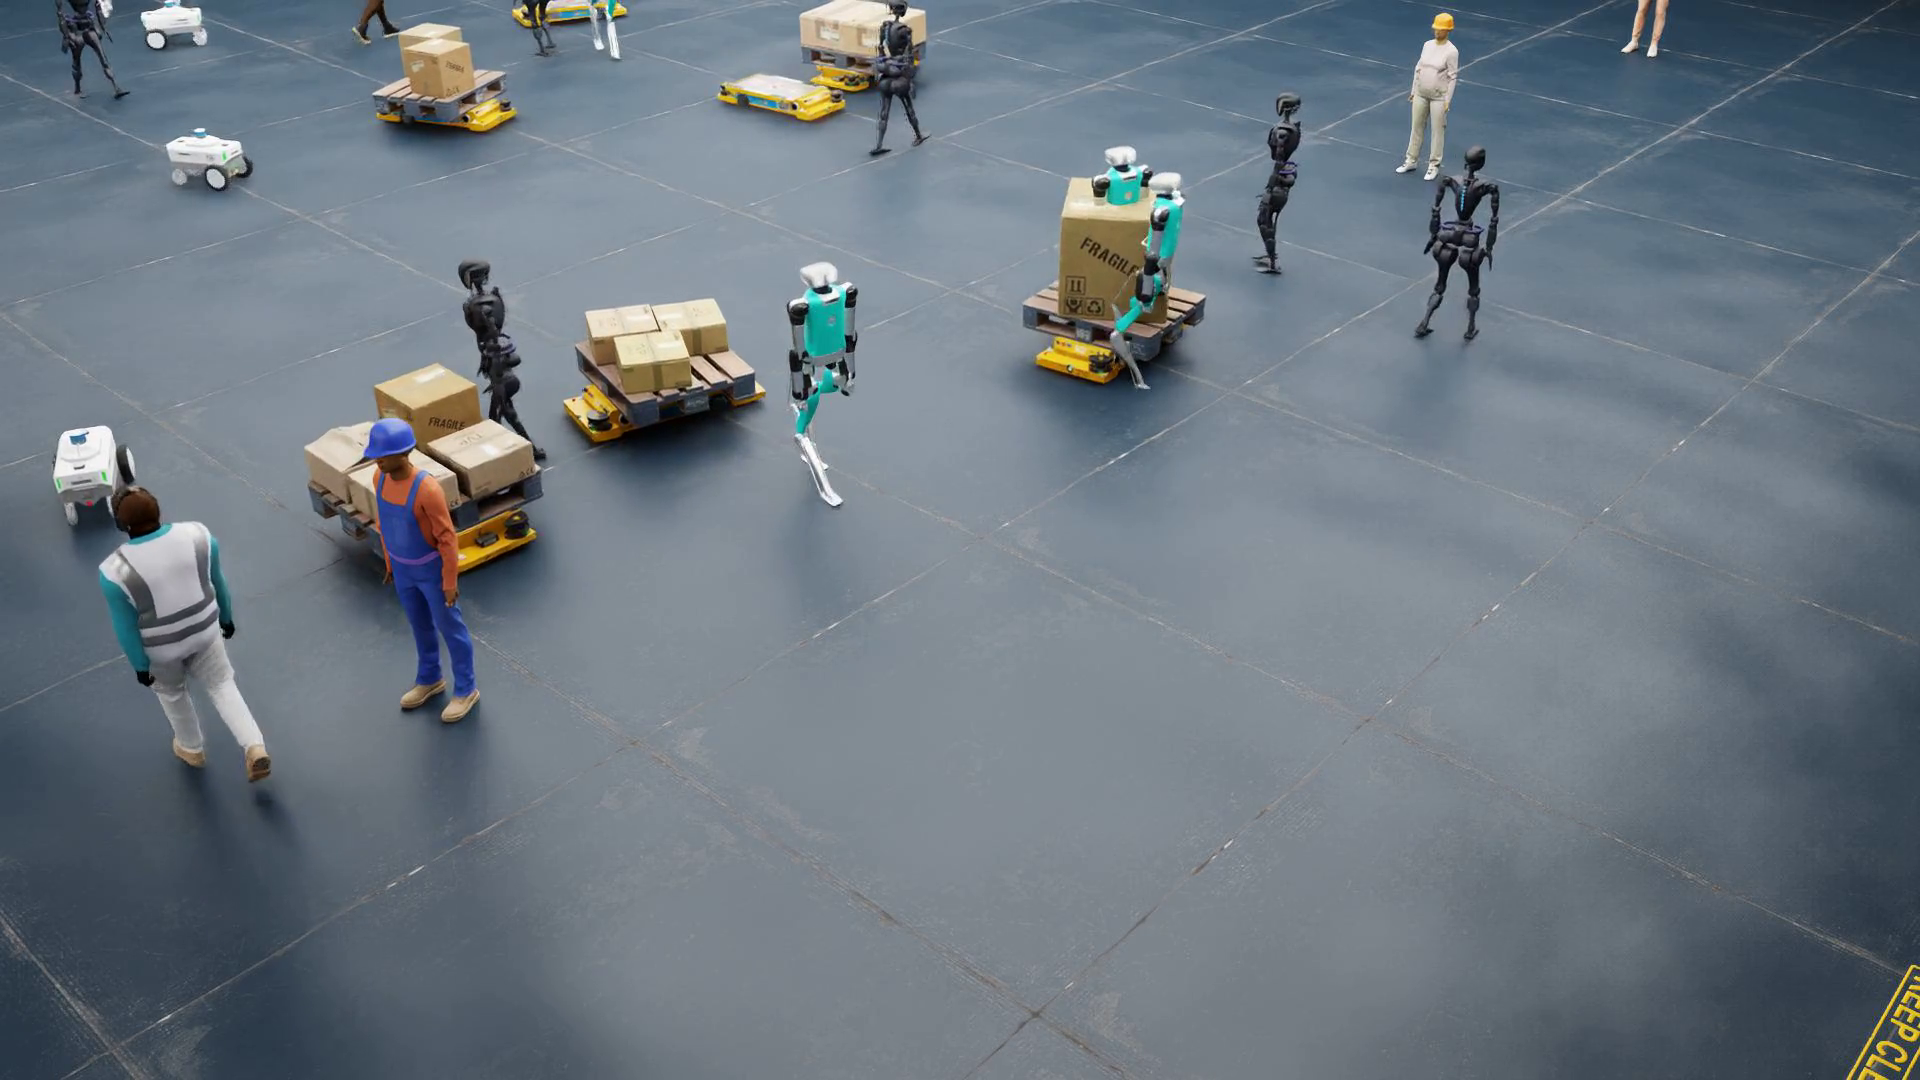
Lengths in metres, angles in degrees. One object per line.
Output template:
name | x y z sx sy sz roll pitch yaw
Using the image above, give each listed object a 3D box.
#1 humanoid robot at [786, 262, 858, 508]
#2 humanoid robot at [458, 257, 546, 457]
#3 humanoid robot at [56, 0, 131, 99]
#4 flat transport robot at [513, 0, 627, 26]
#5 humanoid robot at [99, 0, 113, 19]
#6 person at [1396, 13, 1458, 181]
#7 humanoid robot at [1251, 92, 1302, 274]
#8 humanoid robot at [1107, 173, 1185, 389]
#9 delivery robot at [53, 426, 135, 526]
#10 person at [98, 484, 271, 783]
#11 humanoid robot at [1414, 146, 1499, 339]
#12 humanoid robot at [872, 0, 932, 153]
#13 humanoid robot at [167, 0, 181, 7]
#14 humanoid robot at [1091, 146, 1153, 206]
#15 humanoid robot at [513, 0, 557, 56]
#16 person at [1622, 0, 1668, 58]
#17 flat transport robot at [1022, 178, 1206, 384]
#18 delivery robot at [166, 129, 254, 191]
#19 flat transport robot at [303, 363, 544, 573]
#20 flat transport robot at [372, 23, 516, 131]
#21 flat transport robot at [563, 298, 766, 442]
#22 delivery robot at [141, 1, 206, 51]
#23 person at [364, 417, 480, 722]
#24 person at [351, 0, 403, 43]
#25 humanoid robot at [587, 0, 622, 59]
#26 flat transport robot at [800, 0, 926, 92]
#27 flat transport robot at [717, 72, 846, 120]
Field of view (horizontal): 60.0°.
humanoid robot | -1.051 -1.152 11.639 0.549 1.786 0.876 -23 39 -32
humanoid robot | -3.297 -1.237 11.822 0.562 1.635 0.586 -15 35 -23
humanoid robot | -10.261 -5.974 19.486 0.814 1.602 0.610 18 36 26
flat transport robot | -5.390 -7.333 22.962 1.431 0.231 0.659 -14 35 -22
humanoid robot | -11.980 -8.124 22.881 0.530 1.769 0.881 -17 36 -25
person | 4.878 -4.588 17.185 0.316 1.700 0.464 -27 41 -36
humanoid robot | 2.848 -3.206 14.977 0.350 1.655 0.584 8 33 13
humanoid robot | 1.319 -2.031 13.089 0.795 1.808 0.531 13 34 20
delivery robot | -6.132 -0.506 11.696 0.499 0.592 0.774 -11 34 -18
person | -4.123 0.530 8.839 0.782 1.812 0.625 25 40 34
humanoid robot | 4.146 -2.460 13.813 0.588 1.642 0.436 17 36 26
humanoid robot | -0.677 -5.021 17.941 0.768 1.633 0.601 -26 40 -35
humanoid robot | -10.903 -8.114 22.892 0.573 1.824 0.803 -13 34 -21
humanoid robot | 1.194 -2.438 13.711 0.556 1.779 0.889 -15 35 -23
humanoid robot | -5.399 -6.986 21.078 0.589 1.649 0.321 -27 41 -36
person | 8.837 -7.080 21.041 0.517 1.867 0.362 22 38 31
flat transport robot | 1.269 -1.725 13.932 0.659 0.231 1.431 19 37 28
delivery robot | -7.821 -3.976 17.262 0.750 0.570 0.499 7 33 11
flat transport robot | -3.650 -0.185 11.452 1.431 0.231 0.659 26 40 36
flat transport robot | -5.908 -4.948 19.121 1.431 0.231 0.659 10 33 15
flat transport robot | -2.307 -1.141 12.991 1.431 0.231 0.659 -18 36 -27
delivery robot | -10.276 -6.737 21.723 0.775 0.585 0.499 -11 33 -17
person | -3.025 0.162 9.339 0.518 1.910 0.371 16 35 24
person | -7.703 -7.434 21.542 0.605 1.940 0.850 18 36 26
humanoid robot | -4.555 -7.020 21.107 0.546 1.765 1.005 -12 34 -19
flat transport robot | -1.165 -5.841 20.559 0.659 0.231 1.431 18 36 26
flat transport robot | -2.108 -5.221 19.561 1.431 0.231 0.659 20 37 29
